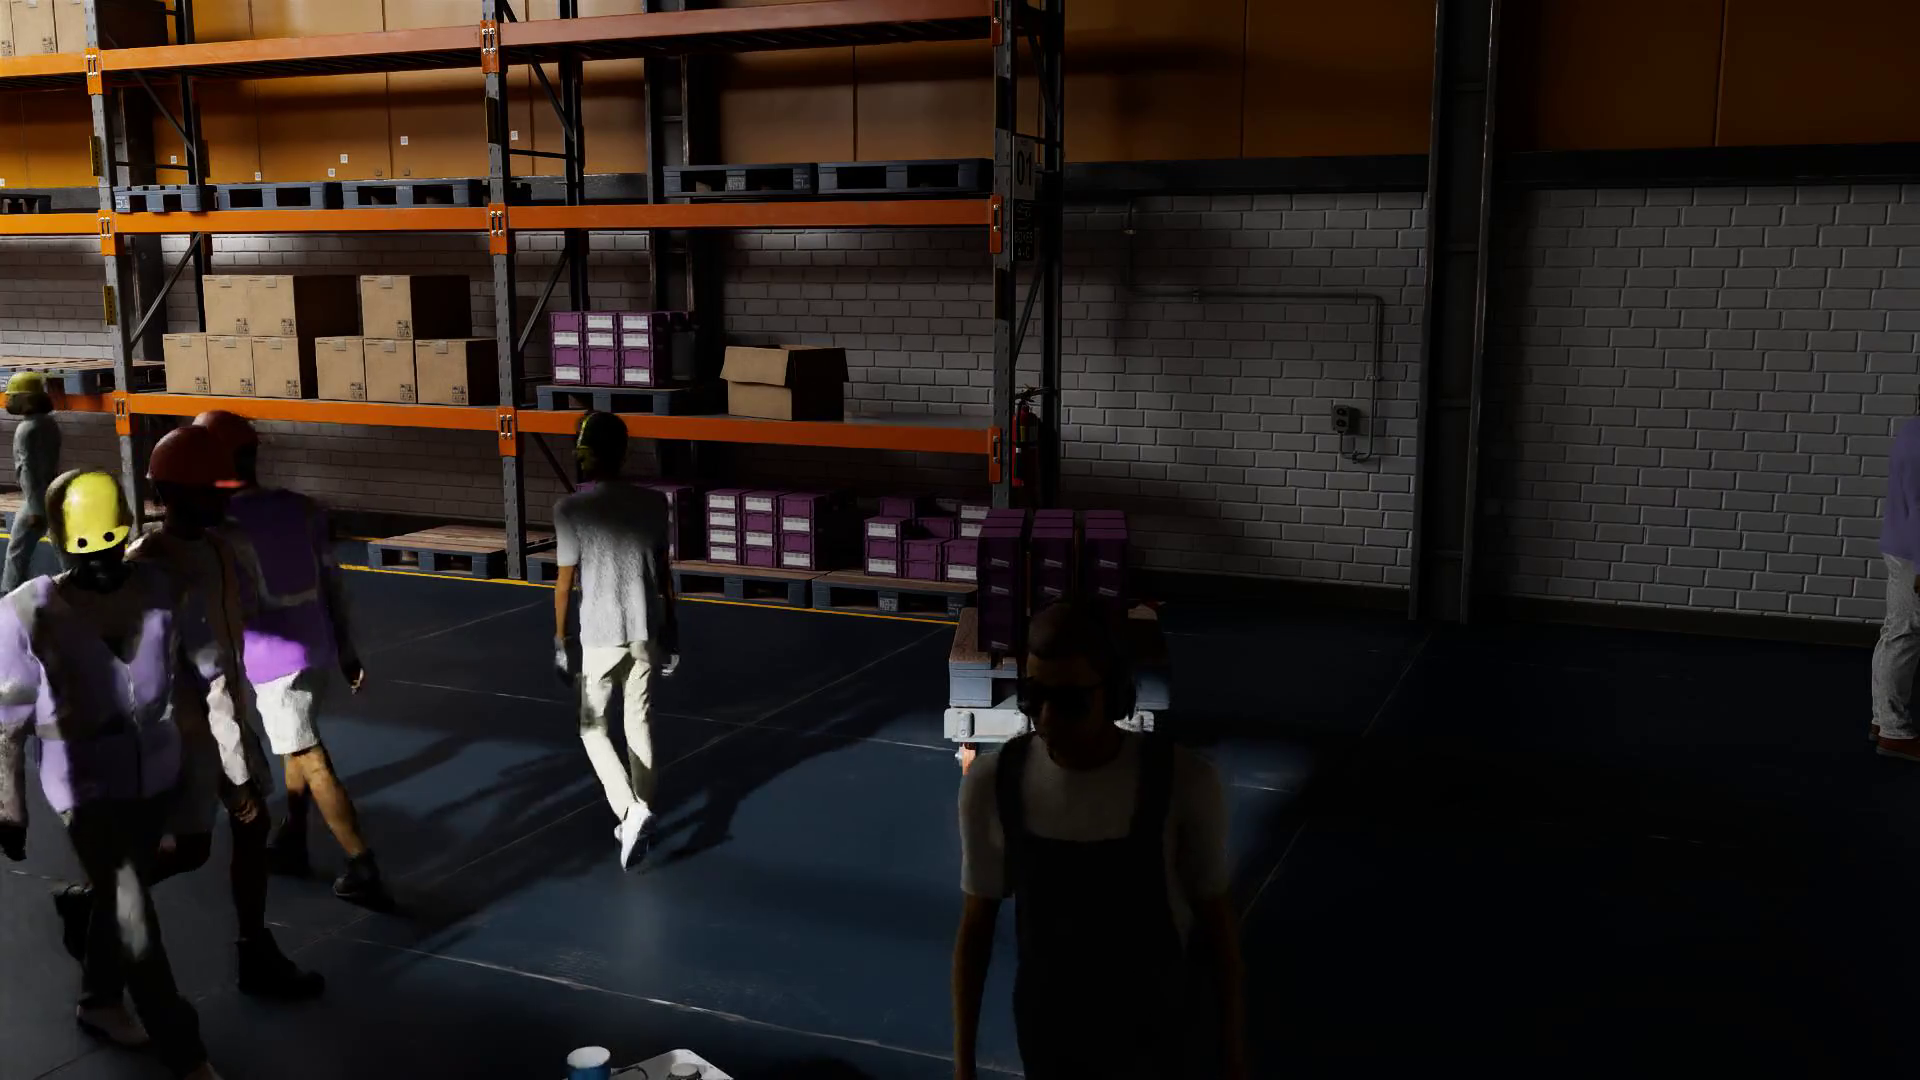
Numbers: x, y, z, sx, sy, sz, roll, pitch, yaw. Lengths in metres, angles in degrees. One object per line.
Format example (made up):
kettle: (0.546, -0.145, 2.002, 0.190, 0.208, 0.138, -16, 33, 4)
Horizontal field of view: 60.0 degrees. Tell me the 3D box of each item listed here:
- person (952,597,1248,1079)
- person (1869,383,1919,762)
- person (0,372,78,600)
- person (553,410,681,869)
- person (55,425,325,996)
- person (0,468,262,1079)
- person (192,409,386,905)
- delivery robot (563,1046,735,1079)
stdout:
person: (0.245, 0.997, 3.146, 0.551, 1.818, 0.644, 3, 10, 19)
person: (4.717, 0.104, 8.171, 0.372, 1.934, 0.627, 4, 10, 25)
person: (-6.087, -0.229, 10.832, 0.815, 1.711, 0.503, 0, 9, -3)
person: (-1.331, 0.406, 6.645, 0.552, 1.846, 0.604, -6, 11, -32)
person: (-2.542, 0.576, 5.396, 0.783, 1.909, 0.552, 1, 10, 7)
person: (-2.436, 0.698, 4.856, 0.999, 1.849, 0.644, 6, 11, 32)
person: (-2.591, 0.450, 6.272, 0.974, 1.864, 0.544, 5, 11, 26)
delivery robot: (-0.872, 1.449, 3.953, 0.707, 0.478, 0.477, -8, 13, -41)
